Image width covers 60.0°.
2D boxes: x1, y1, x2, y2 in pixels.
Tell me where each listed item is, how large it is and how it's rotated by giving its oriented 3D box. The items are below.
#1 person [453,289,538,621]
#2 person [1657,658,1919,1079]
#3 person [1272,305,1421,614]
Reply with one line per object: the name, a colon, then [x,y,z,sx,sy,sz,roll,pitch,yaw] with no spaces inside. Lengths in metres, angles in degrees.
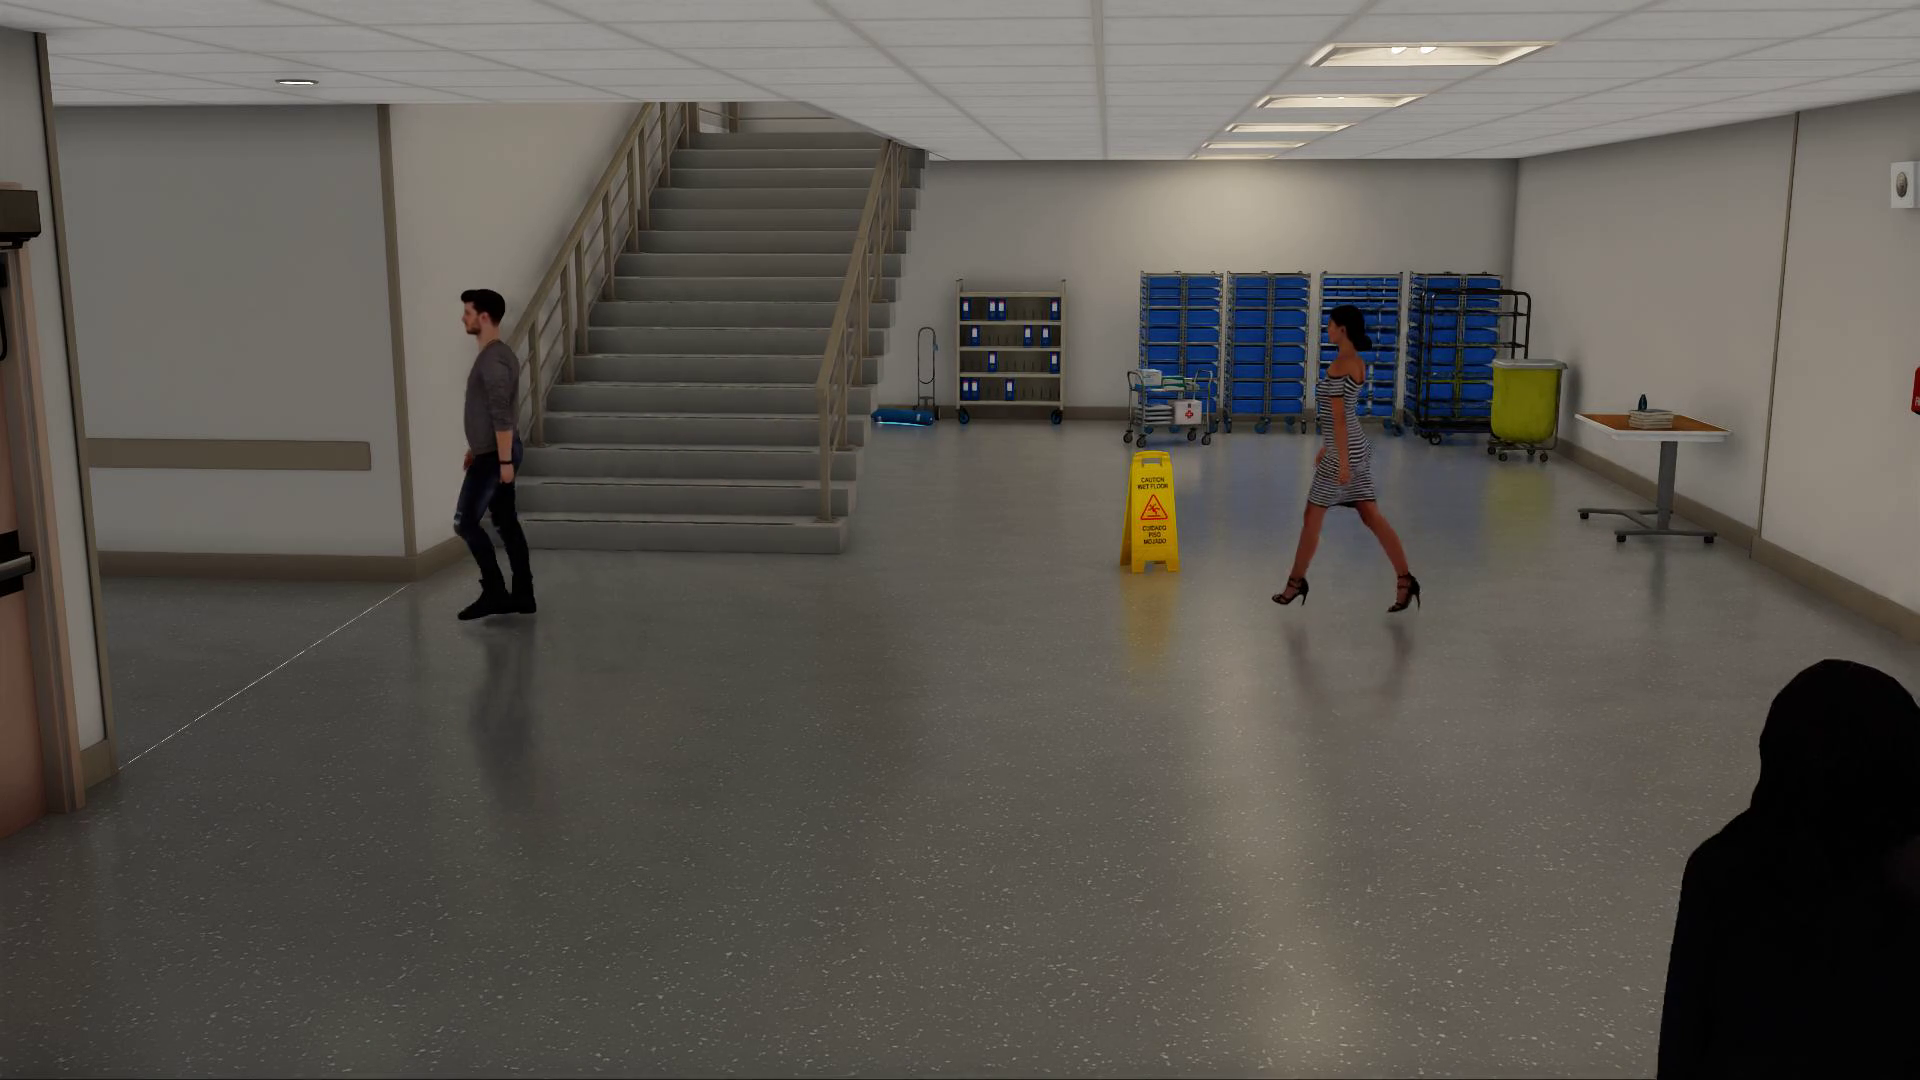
person: [-2.588,-0.480,9.577,0.820,1.887,0.678,-2,11,-8]
person: [1.312,1.008,2.519,0.873,1.594,1.012,5,12,27]
person: [2.313,-0.418,9.546,0.985,1.777,1.111,7,13,31]
